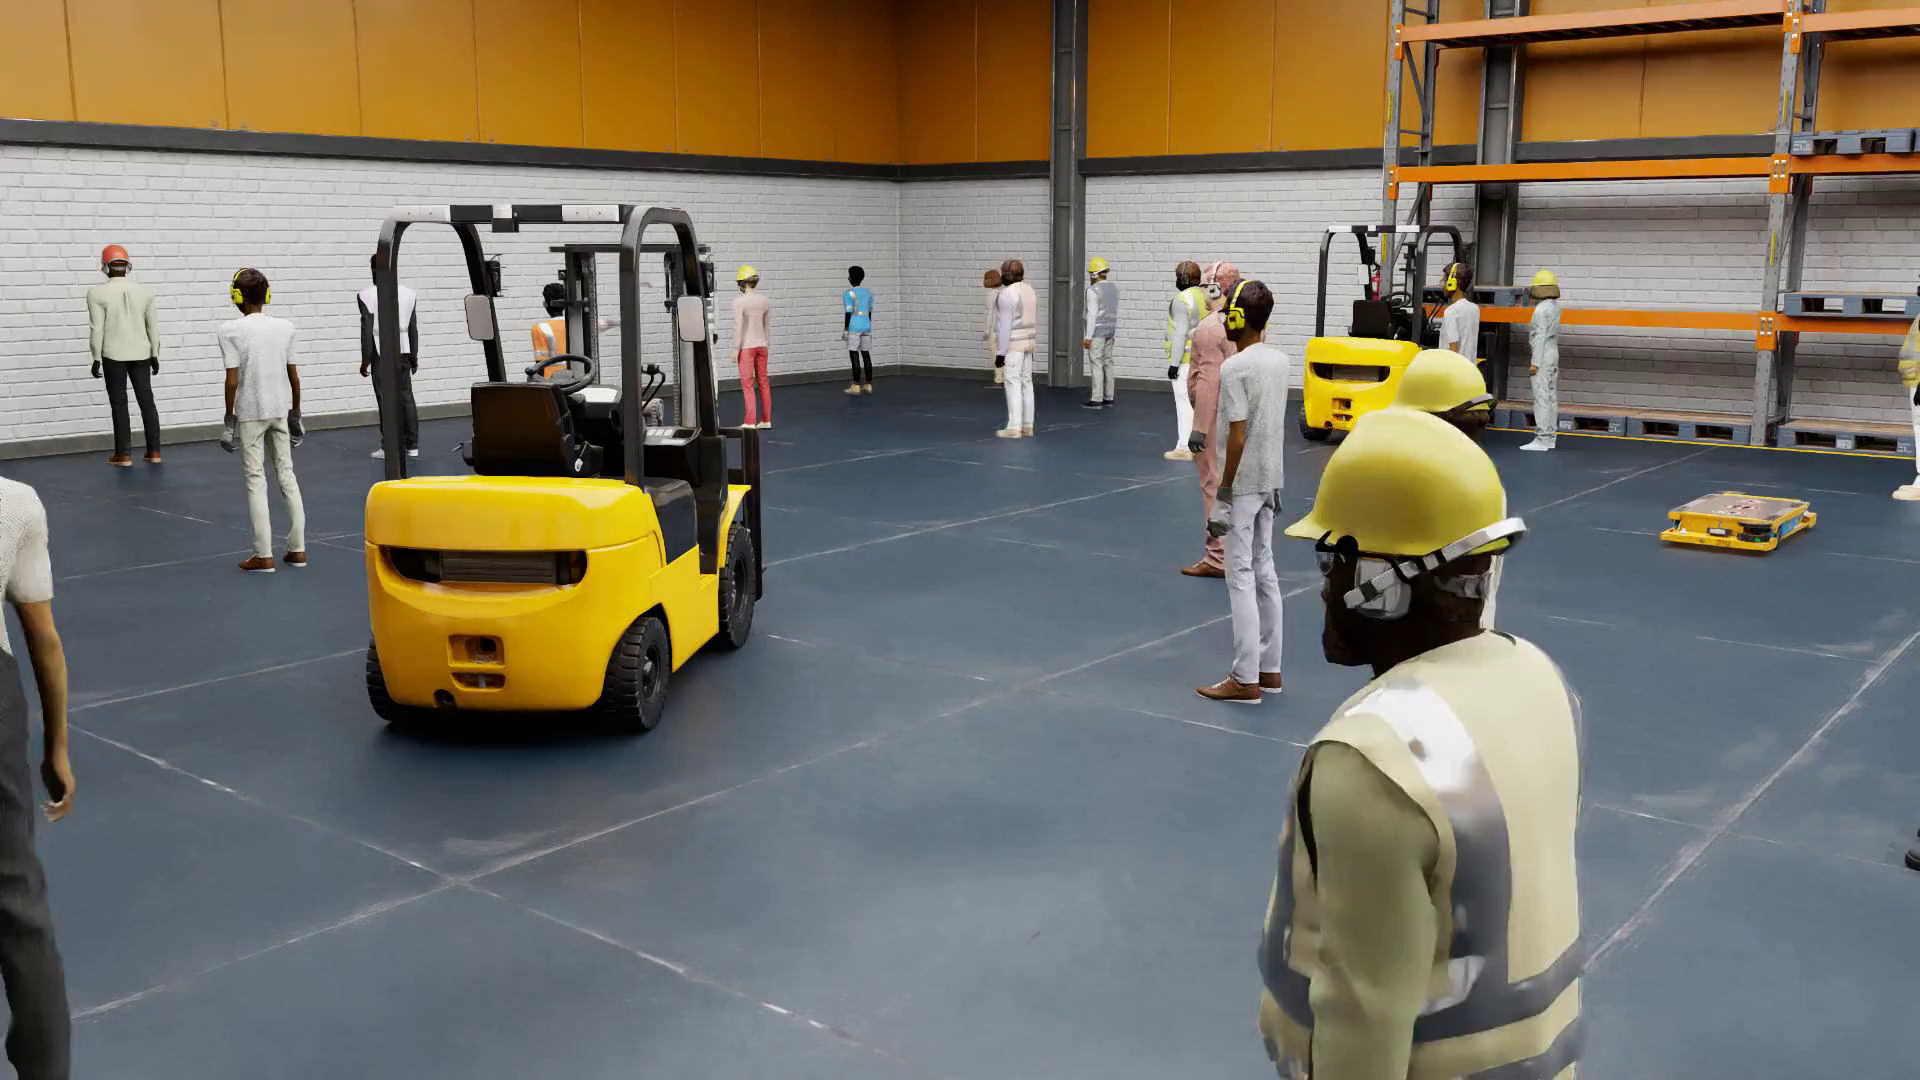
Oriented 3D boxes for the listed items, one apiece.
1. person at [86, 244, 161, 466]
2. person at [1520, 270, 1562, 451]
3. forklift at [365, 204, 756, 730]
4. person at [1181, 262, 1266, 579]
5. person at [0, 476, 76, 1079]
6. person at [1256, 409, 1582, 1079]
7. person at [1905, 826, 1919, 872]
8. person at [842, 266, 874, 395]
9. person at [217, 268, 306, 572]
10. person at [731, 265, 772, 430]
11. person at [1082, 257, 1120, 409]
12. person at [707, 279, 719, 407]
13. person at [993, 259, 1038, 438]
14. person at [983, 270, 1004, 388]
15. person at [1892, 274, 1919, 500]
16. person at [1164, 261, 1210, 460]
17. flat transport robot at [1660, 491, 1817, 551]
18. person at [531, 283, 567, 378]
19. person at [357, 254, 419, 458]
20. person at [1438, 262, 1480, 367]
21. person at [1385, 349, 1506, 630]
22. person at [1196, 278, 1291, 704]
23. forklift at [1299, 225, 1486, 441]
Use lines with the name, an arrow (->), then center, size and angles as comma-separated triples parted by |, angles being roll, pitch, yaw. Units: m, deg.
person -> -7.582, -1.672, 15.091 | 0.396, 1.992, 0.622 | 8, 13, 38
person -> 5.650, -1.741, 16.174 | 0.324, 1.740, 0.492 | 8, 13, 38
forklift -> -1.766, -0.406, 7.525 | 1.214, 2.155, 2.313 | 1, 10, 7
person -> 1.572, -0.724, 10.090 | 0.403, 1.904, 0.651 | 8, 13, 38
person -> -2.220, 0.482, 3.634 | 0.532, 1.834, 0.371 | -10, 14, -43
person -> 0.599, 0.740, 2.246 | 0.423, 1.819, 0.606 | 8, 13, 37
person -> 3.274, 0.125, 5.301 | 0.378, 1.932, 0.551 | 8, 13, 38
person -> -1.358, -2.775, 22.028 | 0.317, 1.695, 0.540 | 8, 13, 38
person -> -4.303, -0.733, 10.250 | 0.310, 1.864, 0.533 | 8, 13, 38
person -> -2.244, -2.036, 17.750 | 0.331, 1.765, 0.533 | 8, 13, 38
person -> 1.684, -2.502, 20.146 | 0.404, 1.827, 0.600 | 8, 13, 38
person -> -3.162, -2.541, 20.210 | 0.337, 1.882, 0.584 | 8, 13, 38
person -> 0.563, -1.971, 17.203 | 0.432, 1.838, 0.648 | 6, 12, 32
person -> 0.494, -2.902, 22.947 | 0.329, 1.622, 0.525 | 6, 12, 29
person -> 7.594, -1.227, 13.051 | 0.429, 1.841, 0.633 | 8, 13, 38
person -> 2.119, -1.662, 15.464 | 0.429, 1.839, 0.633 | 8, 13, 38
flat transport robot -> 5.356, -0.143, 11.397 | 0.652, 0.197, 1.431 | 8, 13, 38
person -> -3.200, -1.205, 13.331 | 0.317, 1.695, 0.540 | 8, 13, 38
person -> -5.325, -1.716, 15.555 | 0.373, 1.914, 0.596 | 8, 13, 38
person -> 3.806, -1.196, 12.807 | 0.310, 1.868, 0.533 | 8, 13, 38
person -> 1.193, 0.404, 4.224 | 0.325, 1.767, 0.533 | 8, 13, 38
person -> 1.262, -0.211, 7.346 | 0.310, 1.868, 0.533 | 8, 13, 38
forklift -> 4.449, -2.115, 16.993 | 1.214, 2.155, 2.313 | 8, 13, 38
